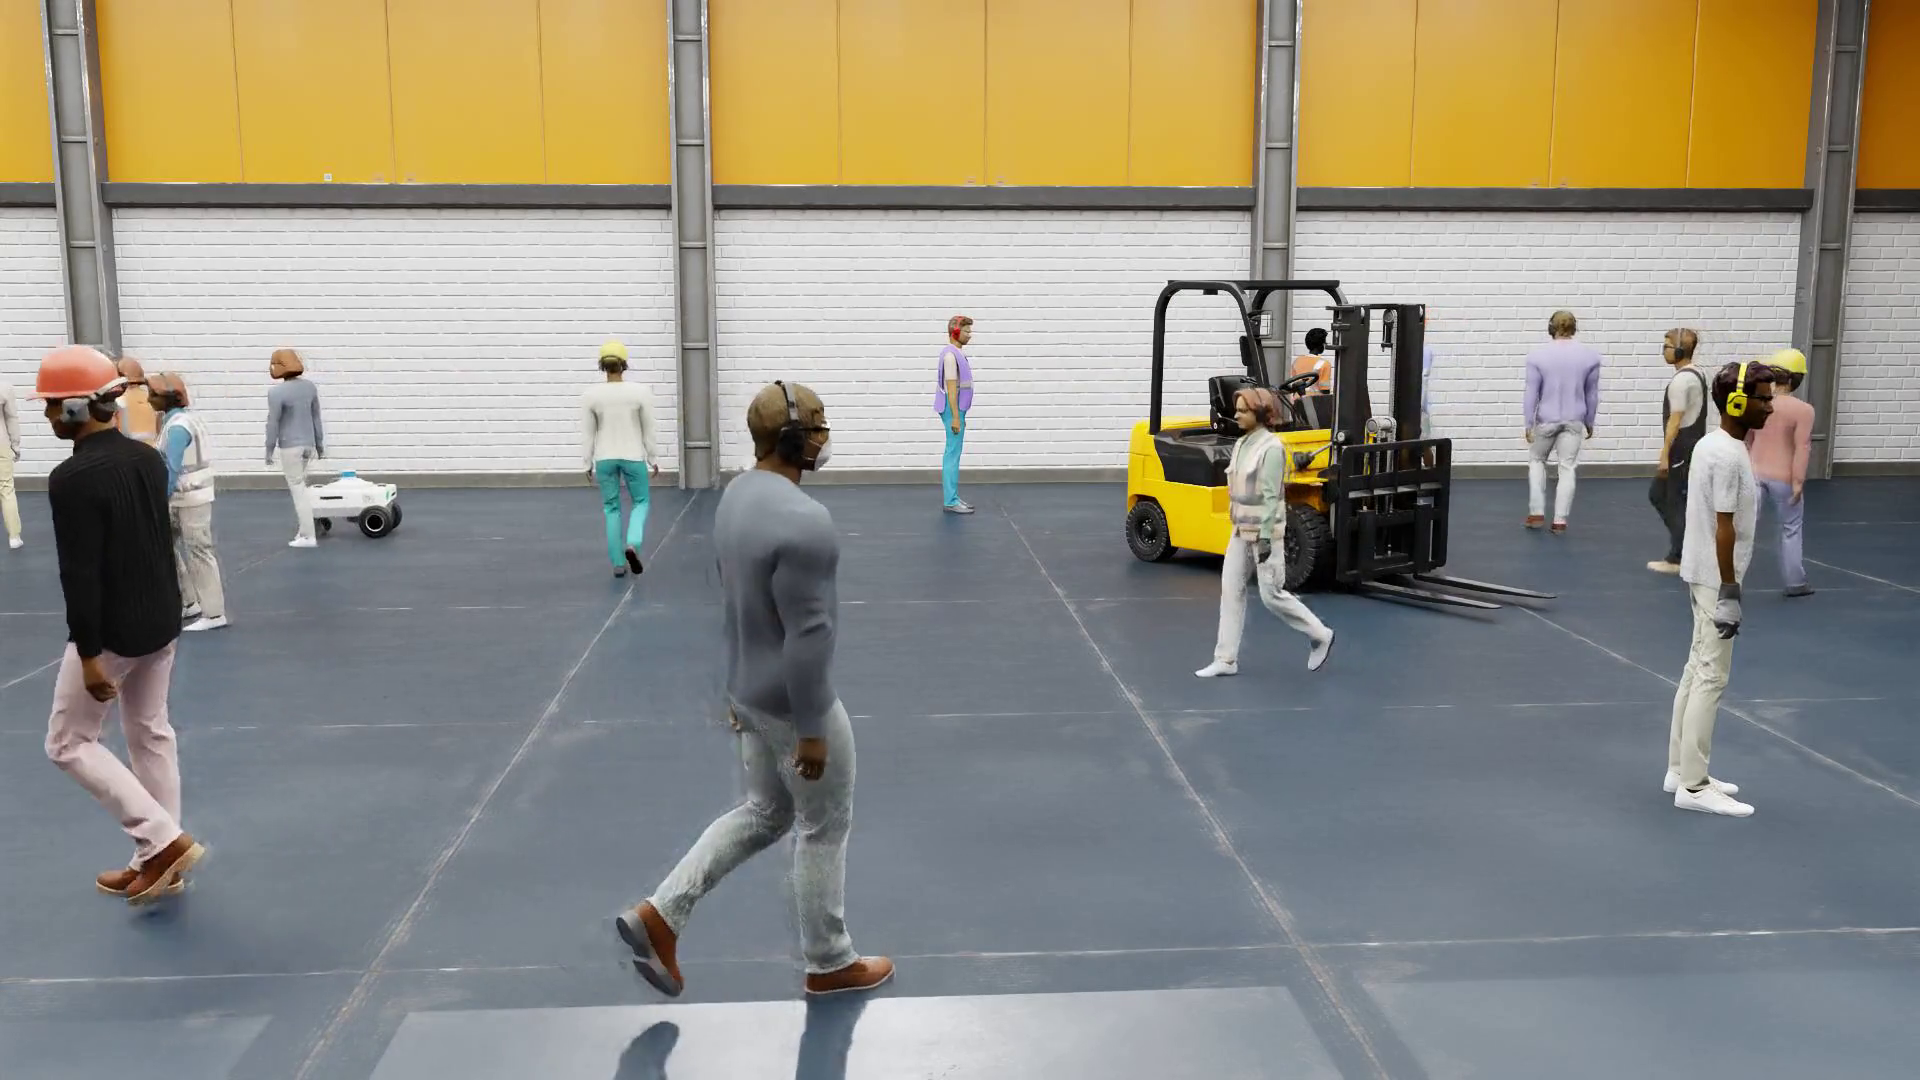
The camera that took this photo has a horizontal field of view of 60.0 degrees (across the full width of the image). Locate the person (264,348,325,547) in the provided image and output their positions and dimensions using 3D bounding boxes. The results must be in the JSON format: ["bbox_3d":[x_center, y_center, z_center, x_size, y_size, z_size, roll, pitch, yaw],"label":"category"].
[{"bbox_3d":[-5.439,-0.746,13.517,0.472,1.617,0.512,3,10,21],"label":"person"}]

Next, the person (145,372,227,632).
[{"bbox_3d":[-4.809,-0.221,10.258,0.482,1.618,0.523,-6,11,-31],"label":"person"}]

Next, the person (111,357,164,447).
[{"bbox_3d":[-5.990,-0.518,12.096,0.436,1.618,0.549,5,10,27],"label":"person"}]

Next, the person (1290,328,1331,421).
[{"bbox_3d":[3.546,-1.298,16.827,0.320,1.690,0.535,-6,11,-31],"label":"person"}]

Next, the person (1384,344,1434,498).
[{"bbox_3d":[4.383,-1.326,16.377,0.975,1.890,0.553,-6,11,-32],"label":"person"}]

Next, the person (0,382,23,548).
[{"bbox_3d":[-7.848,-0.727,13.400,0.499,1.633,0.279,-6,11,-35],"label":"person"}]

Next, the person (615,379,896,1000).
[{"bbox_3d":[-0.598,0.479,4.950,0.779,1.918,0.633,-5,10,-27],"label":"person"}]

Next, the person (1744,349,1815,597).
[{"bbox_3d":[5.507,-0.435,11.279,0.898,1.726,0.523,-7,11,-36],"label":"person"}]

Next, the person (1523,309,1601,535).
[{"bbox_3d":[5.145,-1.017,14.308,0.645,1.915,0.661,1,9,8],"label":"person"}]

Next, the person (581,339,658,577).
[{"bbox_3d":[-2.480,-0.585,12.109,0.553,1.751,0.427,-1,9,-6],"label":"person"}]

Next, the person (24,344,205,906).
[{"bbox_3d":[-2.939,0.313,5.799,0.456,1.980,0.632,1,9,7],"label":"person"}]

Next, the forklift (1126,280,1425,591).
[{"bbox_3d":[2.301,-0.860,12.475,1.214,2.155,2.313,-6,11,-35],"label":"forklift"}]

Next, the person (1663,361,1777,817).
[{"bbox_3d":[3.155,0.194,6.894,0.311,1.865,0.532,2,9,15],"label":"person"}]

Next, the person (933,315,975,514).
[{"bbox_3d":[-0.051,-1.171,15.535,0.390,1.841,0.566,0,9,3],"label":"person"}]

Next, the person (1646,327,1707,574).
[{"bbox_3d":[5.281,-0.649,12.284,0.405,1.832,0.548,6,11,32],"label":"person"}]

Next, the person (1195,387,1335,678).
[{"bbox_3d":[1.688,-0.038,9.125,0.730,1.615,0.520,-3,10,-18],"label":"person"}]

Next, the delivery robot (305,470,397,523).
[{"bbox_3d":[-5.179,-0.354,14.136,0.707,0.478,0.477,-1,9,-8],"label":"delivery robot"}]
